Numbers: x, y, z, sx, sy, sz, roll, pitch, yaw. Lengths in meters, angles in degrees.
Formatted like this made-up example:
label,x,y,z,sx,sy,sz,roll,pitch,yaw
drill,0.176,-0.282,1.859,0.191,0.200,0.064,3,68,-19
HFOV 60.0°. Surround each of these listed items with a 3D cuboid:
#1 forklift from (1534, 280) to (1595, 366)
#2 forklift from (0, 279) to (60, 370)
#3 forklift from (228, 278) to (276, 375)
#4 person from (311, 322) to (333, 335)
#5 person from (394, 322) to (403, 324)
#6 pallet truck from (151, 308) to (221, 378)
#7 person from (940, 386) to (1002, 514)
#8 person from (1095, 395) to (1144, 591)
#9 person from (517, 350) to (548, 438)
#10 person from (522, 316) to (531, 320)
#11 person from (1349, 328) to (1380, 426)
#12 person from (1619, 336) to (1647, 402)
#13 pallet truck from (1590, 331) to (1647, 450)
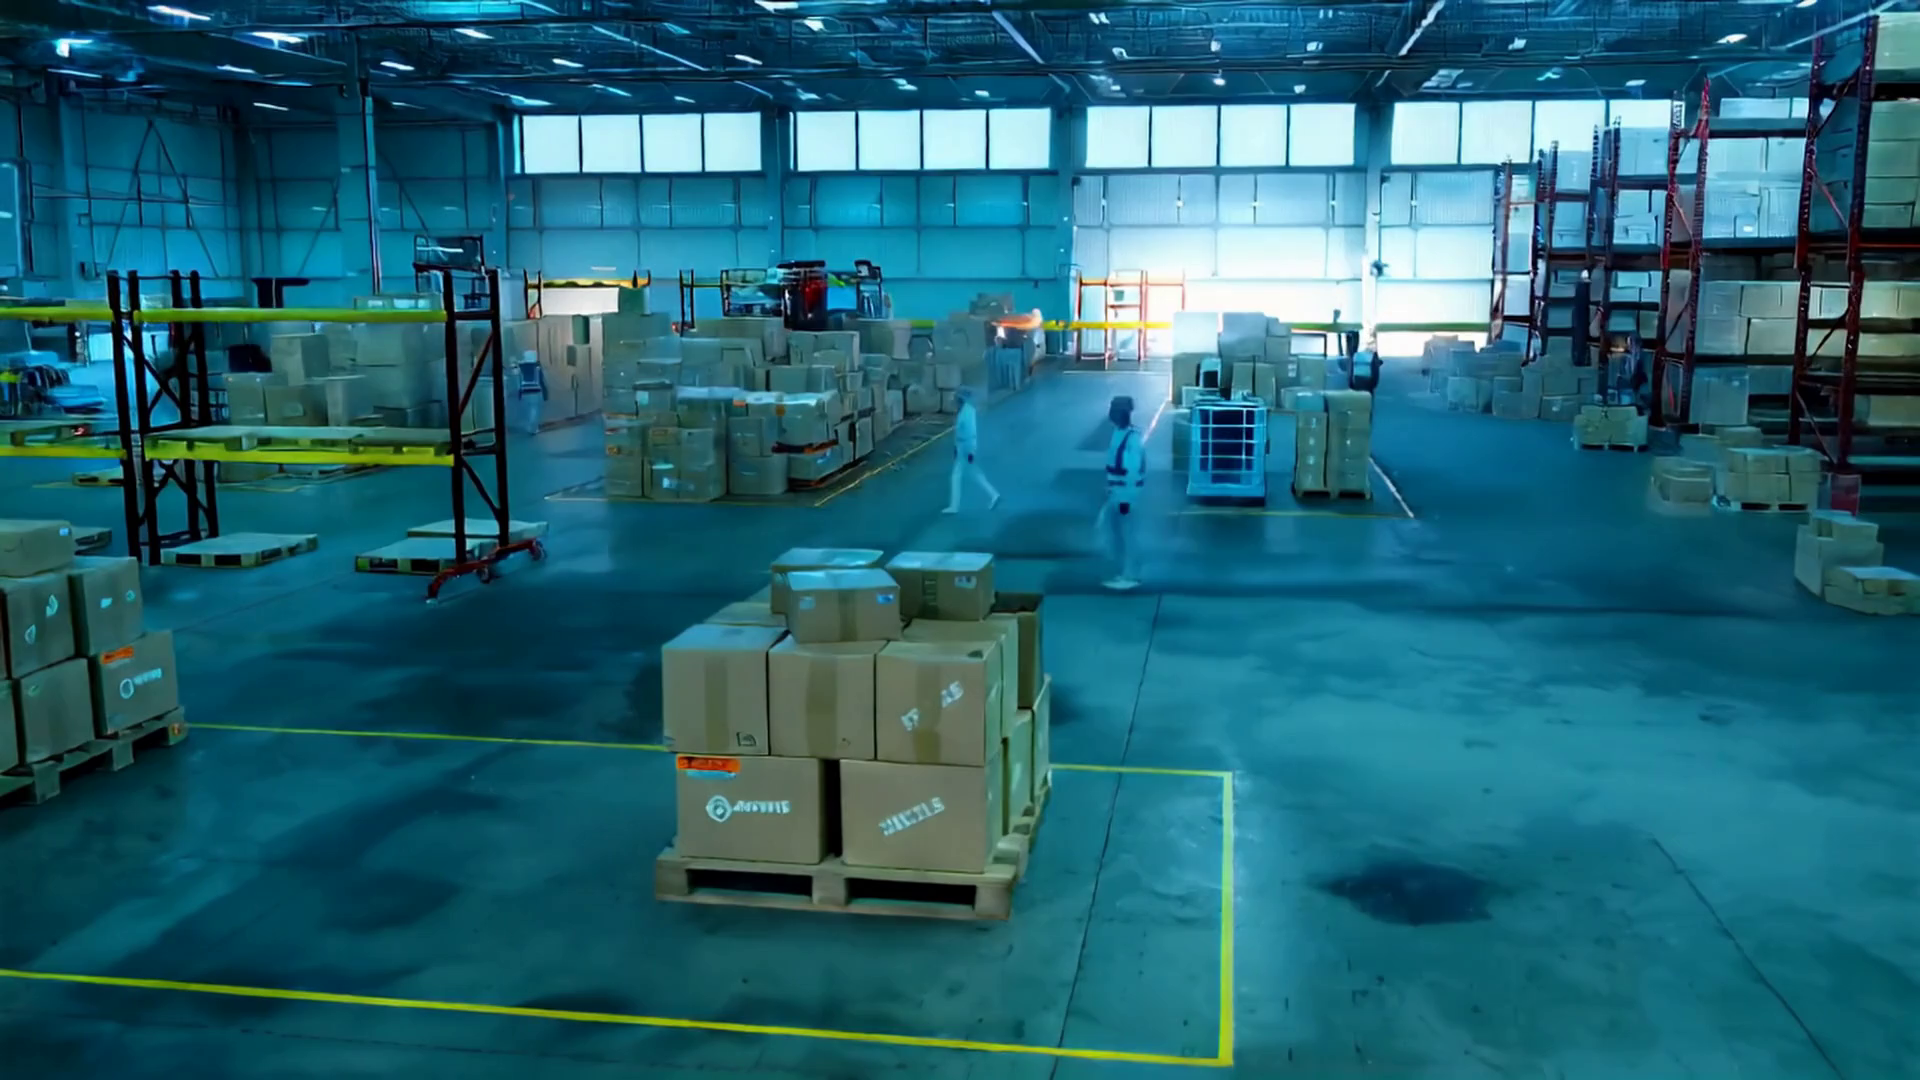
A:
label,x,y,z,sx,sy,sz,roll,pitch,yaw
forklift,13.996,-4.463,37.442,1.873,2.768,1.129,1,9,9
forklift,-22.592,-4.798,39.505,1.873,2.768,1.129,1,9,9
forklift,-17.894,-5.356,42.944,1.873,2.768,1.129,-3,10,-18
person,-18.444,-5.703,48.166,0.635,1.893,1.033,-3,10,-15
person,-13.739,-4.540,40.808,0.542,1.939,0.361,2,9,13
pallet truck,-21.869,-5.598,47.154,0.823,1.965,1.885,4,10,26
person,0.152,-1.125,20.768,0.734,1.611,0.515,-1,9,-4
person,1.505,-0.433,15.692,0.494,1.865,0.617,-2,9,-11
person,-7.820,-2.664,30.315,0.513,1.598,0.870,2,9,10
person,-10.590,-4.546,40.896,0.641,1.924,0.615,3,10,19
person,7.913,-3.176,32.496,0.386,1.911,0.593,-9,13,-43
person,13.047,-3.123,32.378,0.626,1.840,0.430,-5,11,-29
pallet truck,11.253,-2.573,28.499,0.823,1.965,1.885,5,10,27
